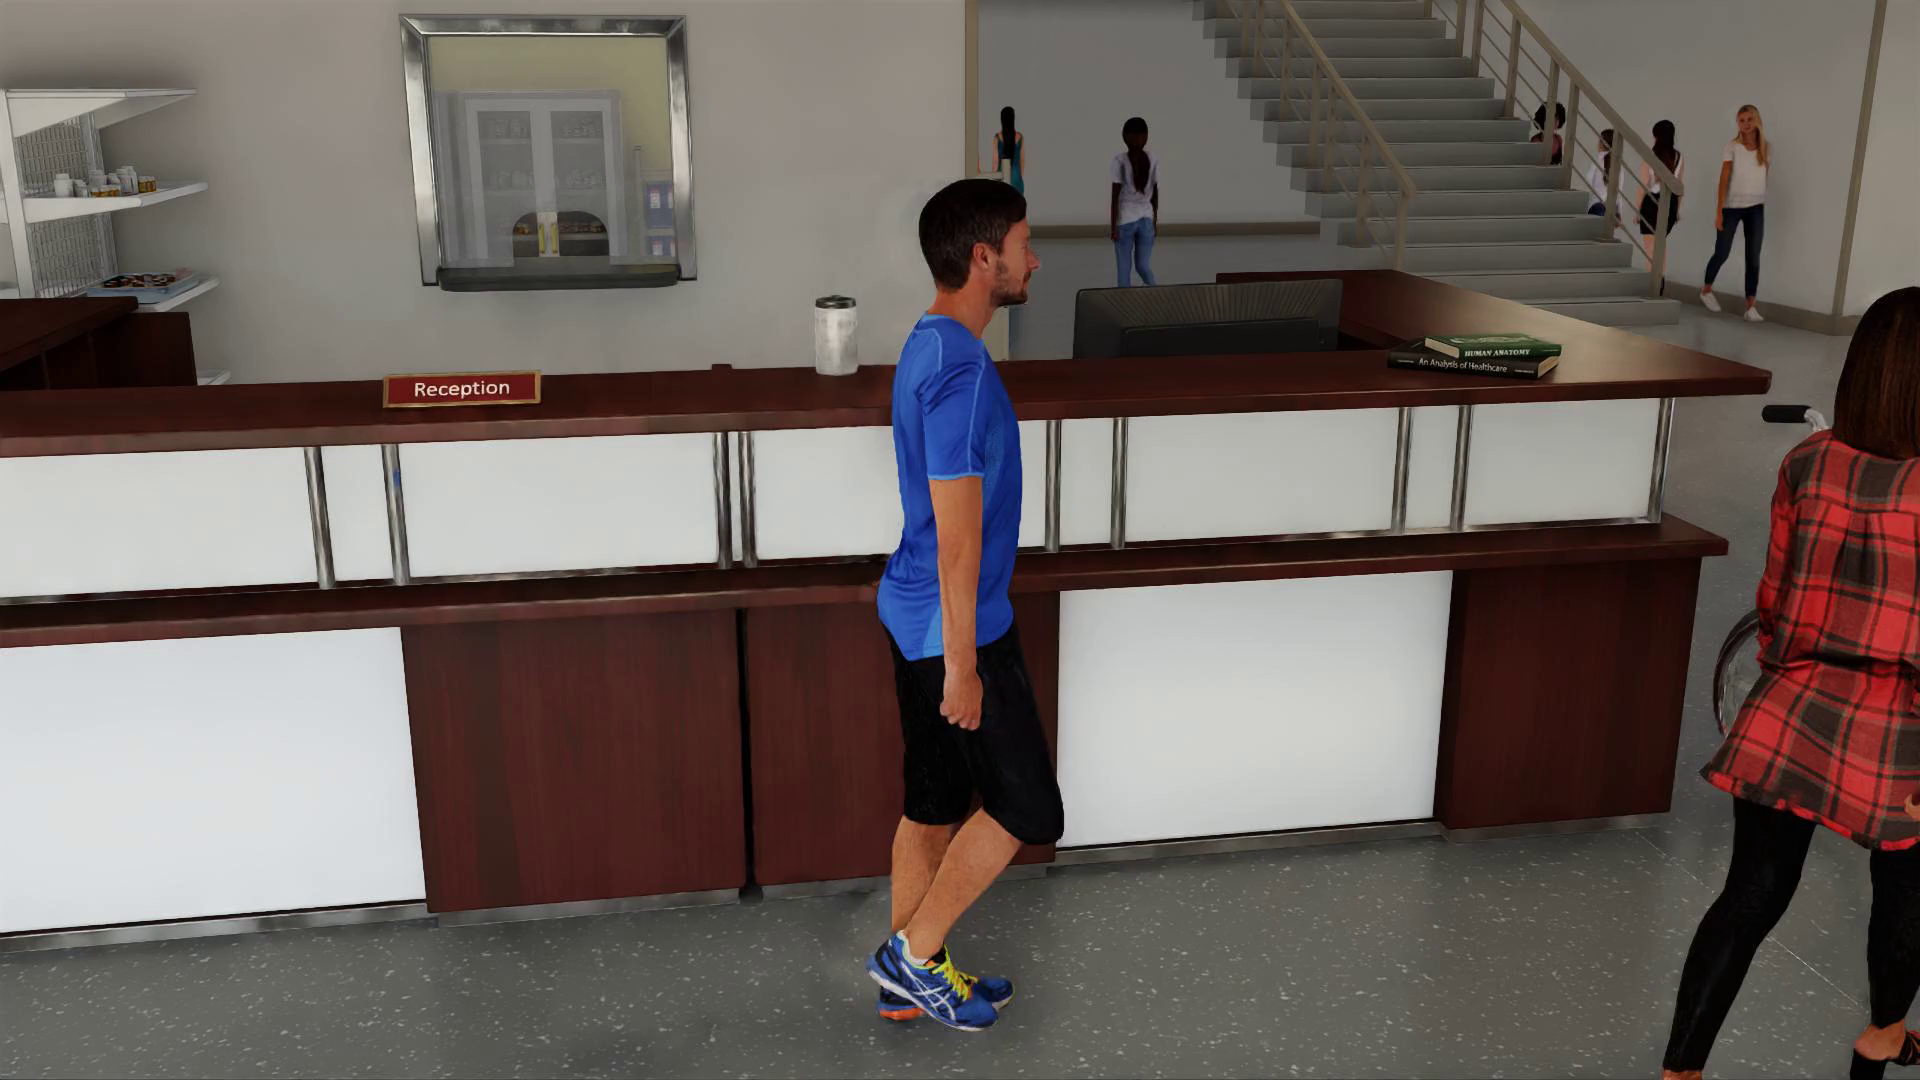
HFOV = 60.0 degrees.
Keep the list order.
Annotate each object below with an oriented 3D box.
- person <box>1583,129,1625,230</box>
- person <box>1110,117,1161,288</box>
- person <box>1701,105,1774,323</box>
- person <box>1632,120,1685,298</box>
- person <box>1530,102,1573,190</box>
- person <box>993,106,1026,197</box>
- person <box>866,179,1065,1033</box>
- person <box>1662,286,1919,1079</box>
[{"bbox_3d":[6.014,-3.012,15.511,0.564,1.511,1.043,-4,16,-13],"label":"person"},{"bbox_3d":[1.443,-2.514,13.376,0.679,1.712,0.893,-6,17,-19],"label":"person"},{"bbox_3d":[6.560,-2.748,14.106,0.761,1.766,1.229,0,16,-1],"label":"person"},{"bbox_3d":[6.328,-2.921,14.959,0.571,1.636,0.584,-2,16,-8],"label":"person"},{"bbox_3d":[5.745,-3.467,16.651,0.726,1.768,0.804,-12,19,-35],"label":"person"},{"bbox_3d":[0.557,-4.093,19.023,0.558,1.686,0.496,-4,16,-14],"label":"person"},{"bbox_3d":[-0.107,0.197,3.500,0.687,1.853,0.578,-2,16,-7],"label":"person"},{"bbox_3d":[1.613,0.400,3.129,0.967,1.663,1.105,-10,19,-31],"label":"person"}]
